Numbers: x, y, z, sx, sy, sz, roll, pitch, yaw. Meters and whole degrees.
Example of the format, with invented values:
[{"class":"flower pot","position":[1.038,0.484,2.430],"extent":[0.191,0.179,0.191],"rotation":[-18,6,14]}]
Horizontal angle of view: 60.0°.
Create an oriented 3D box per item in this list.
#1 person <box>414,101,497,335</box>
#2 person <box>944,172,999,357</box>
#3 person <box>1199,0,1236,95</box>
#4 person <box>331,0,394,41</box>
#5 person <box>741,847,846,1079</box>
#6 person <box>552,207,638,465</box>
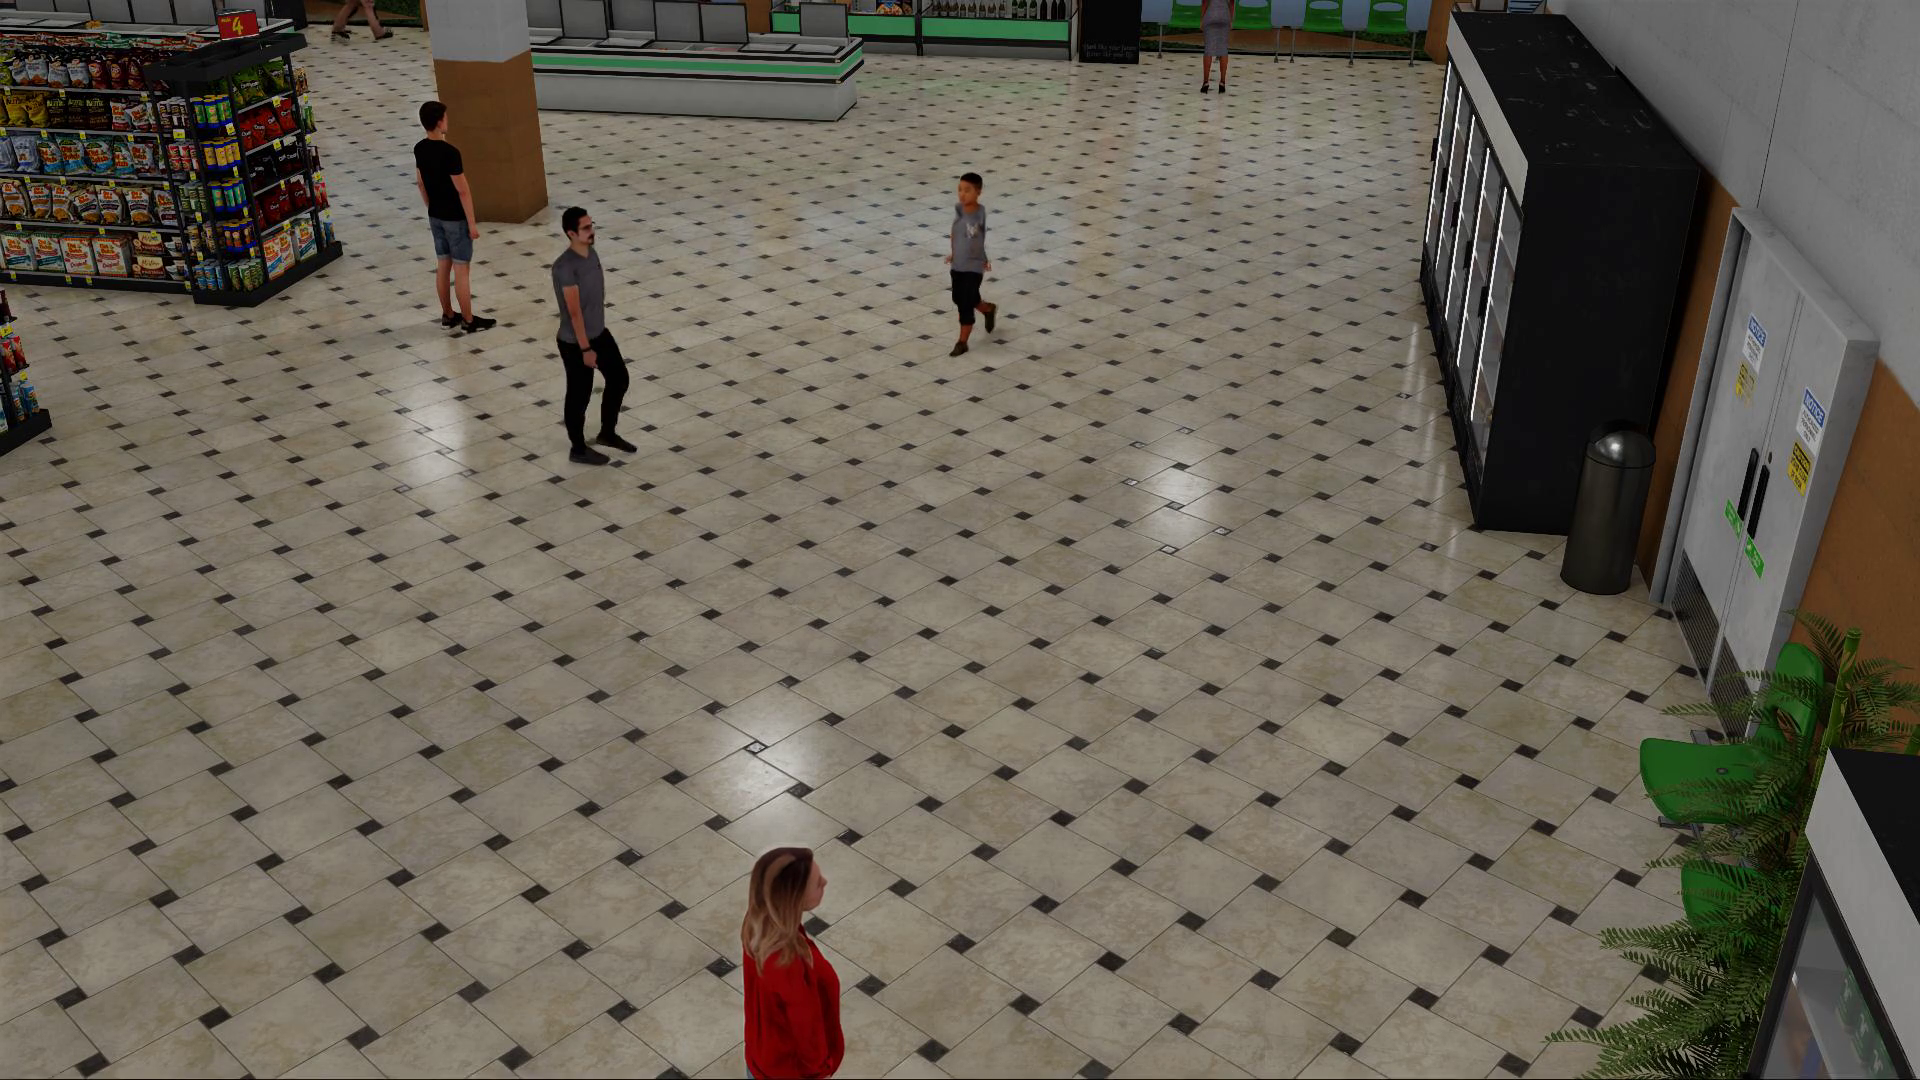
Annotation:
[{"class":"person","position":[-4.088,-2.574,13.271],"extent":[0.639,1.847,0.802],"rotation":[16,31,29]},{"class":"person","position":[0.100,-2.224,13.033],"extent":[0.990,1.437,0.878],"rotation":[16,31,29]},{"class":"person","position":[3.309,-6.662,21.405],"extent":[0.496,1.781,0.673],"rotation":[1,27,1]},{"class":"person","position":[-9.047,-8.289,24.579],"extent":[1.158,1.812,1.139],"rotation":[-21,34,-35]},{"class":"person","position":[-0.522,1.646,5.107],"extent":[0.716,1.704,0.683],"rotation":[-14,30,-26]},{"class":"person","position":[-2.541,-1.331,10.938],"extent":[0.668,1.741,0.642],"rotation":[8,28,15]}]
